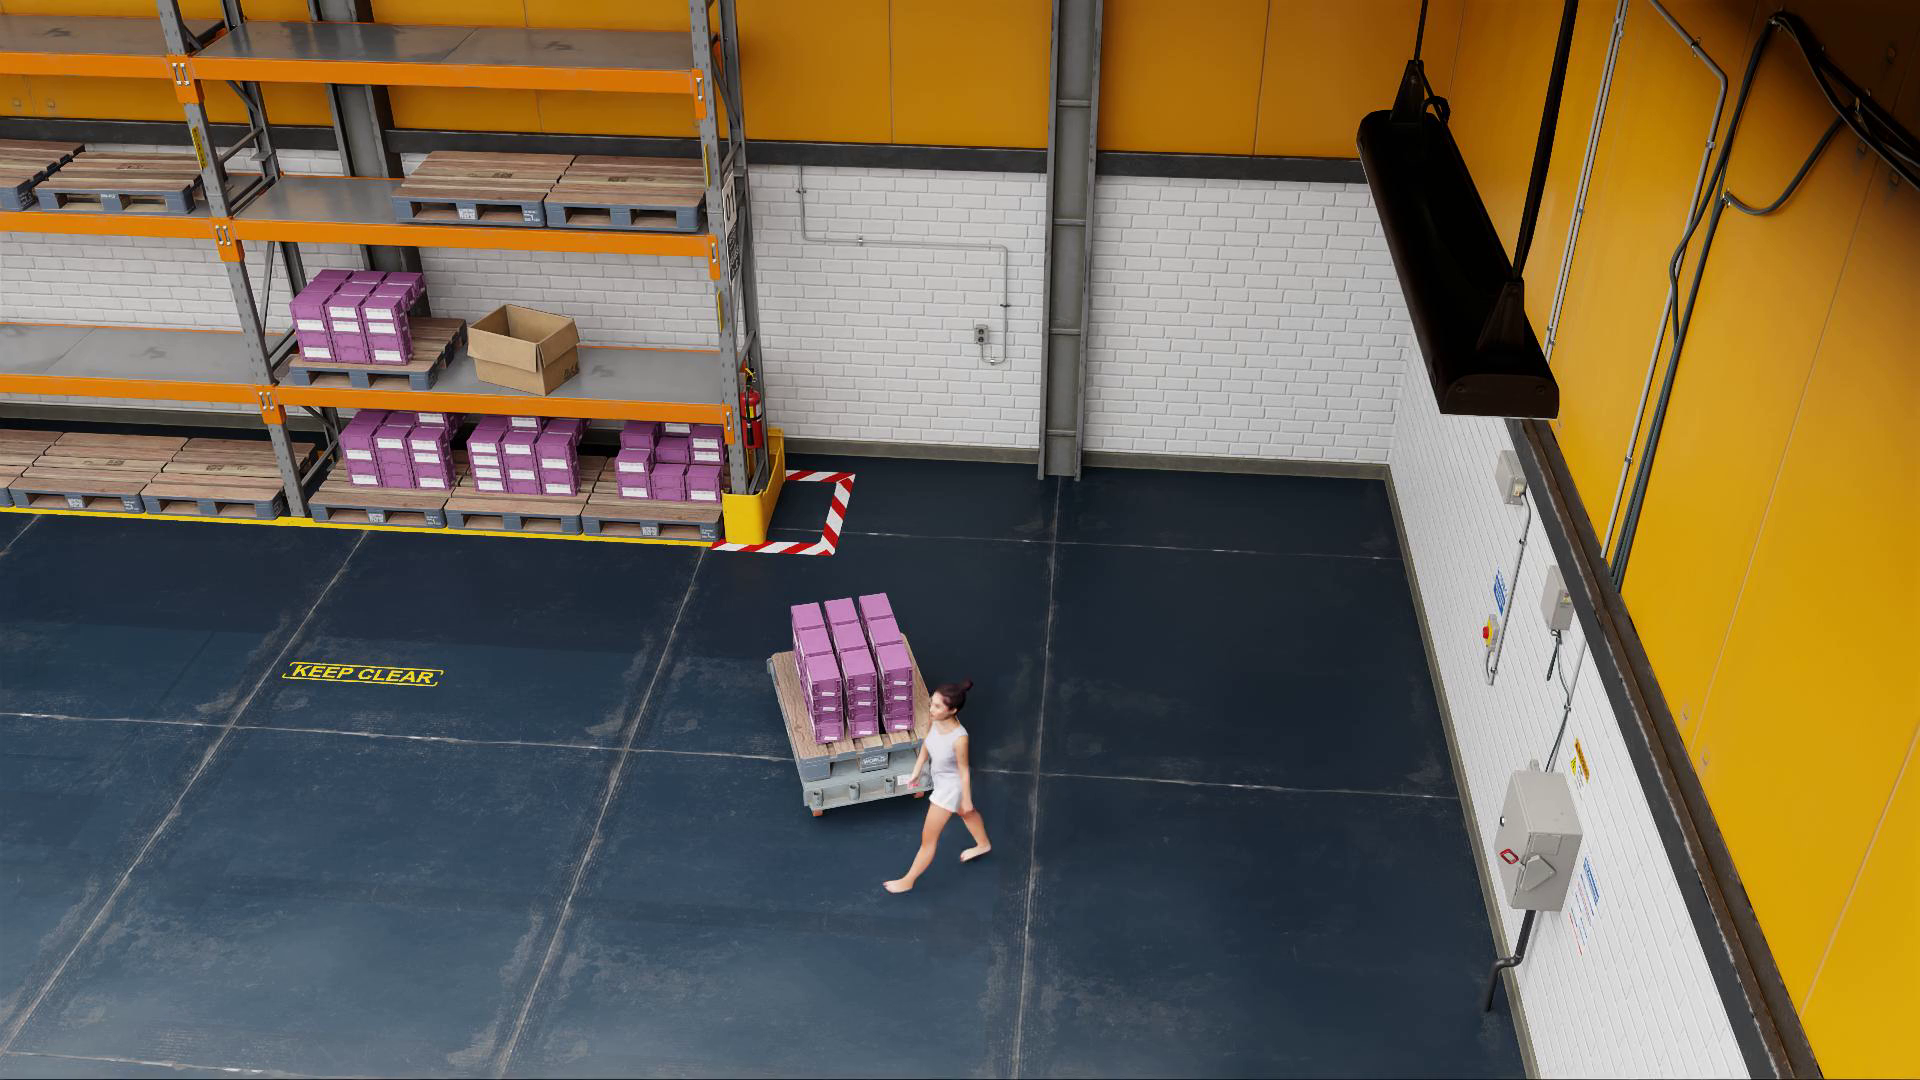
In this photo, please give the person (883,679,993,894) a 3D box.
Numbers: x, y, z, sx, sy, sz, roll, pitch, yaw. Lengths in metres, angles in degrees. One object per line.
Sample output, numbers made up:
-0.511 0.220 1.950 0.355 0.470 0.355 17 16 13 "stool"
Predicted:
0.000 1.542 10.698 1.129 1.560 0.907 -14 36 -20 "person"
